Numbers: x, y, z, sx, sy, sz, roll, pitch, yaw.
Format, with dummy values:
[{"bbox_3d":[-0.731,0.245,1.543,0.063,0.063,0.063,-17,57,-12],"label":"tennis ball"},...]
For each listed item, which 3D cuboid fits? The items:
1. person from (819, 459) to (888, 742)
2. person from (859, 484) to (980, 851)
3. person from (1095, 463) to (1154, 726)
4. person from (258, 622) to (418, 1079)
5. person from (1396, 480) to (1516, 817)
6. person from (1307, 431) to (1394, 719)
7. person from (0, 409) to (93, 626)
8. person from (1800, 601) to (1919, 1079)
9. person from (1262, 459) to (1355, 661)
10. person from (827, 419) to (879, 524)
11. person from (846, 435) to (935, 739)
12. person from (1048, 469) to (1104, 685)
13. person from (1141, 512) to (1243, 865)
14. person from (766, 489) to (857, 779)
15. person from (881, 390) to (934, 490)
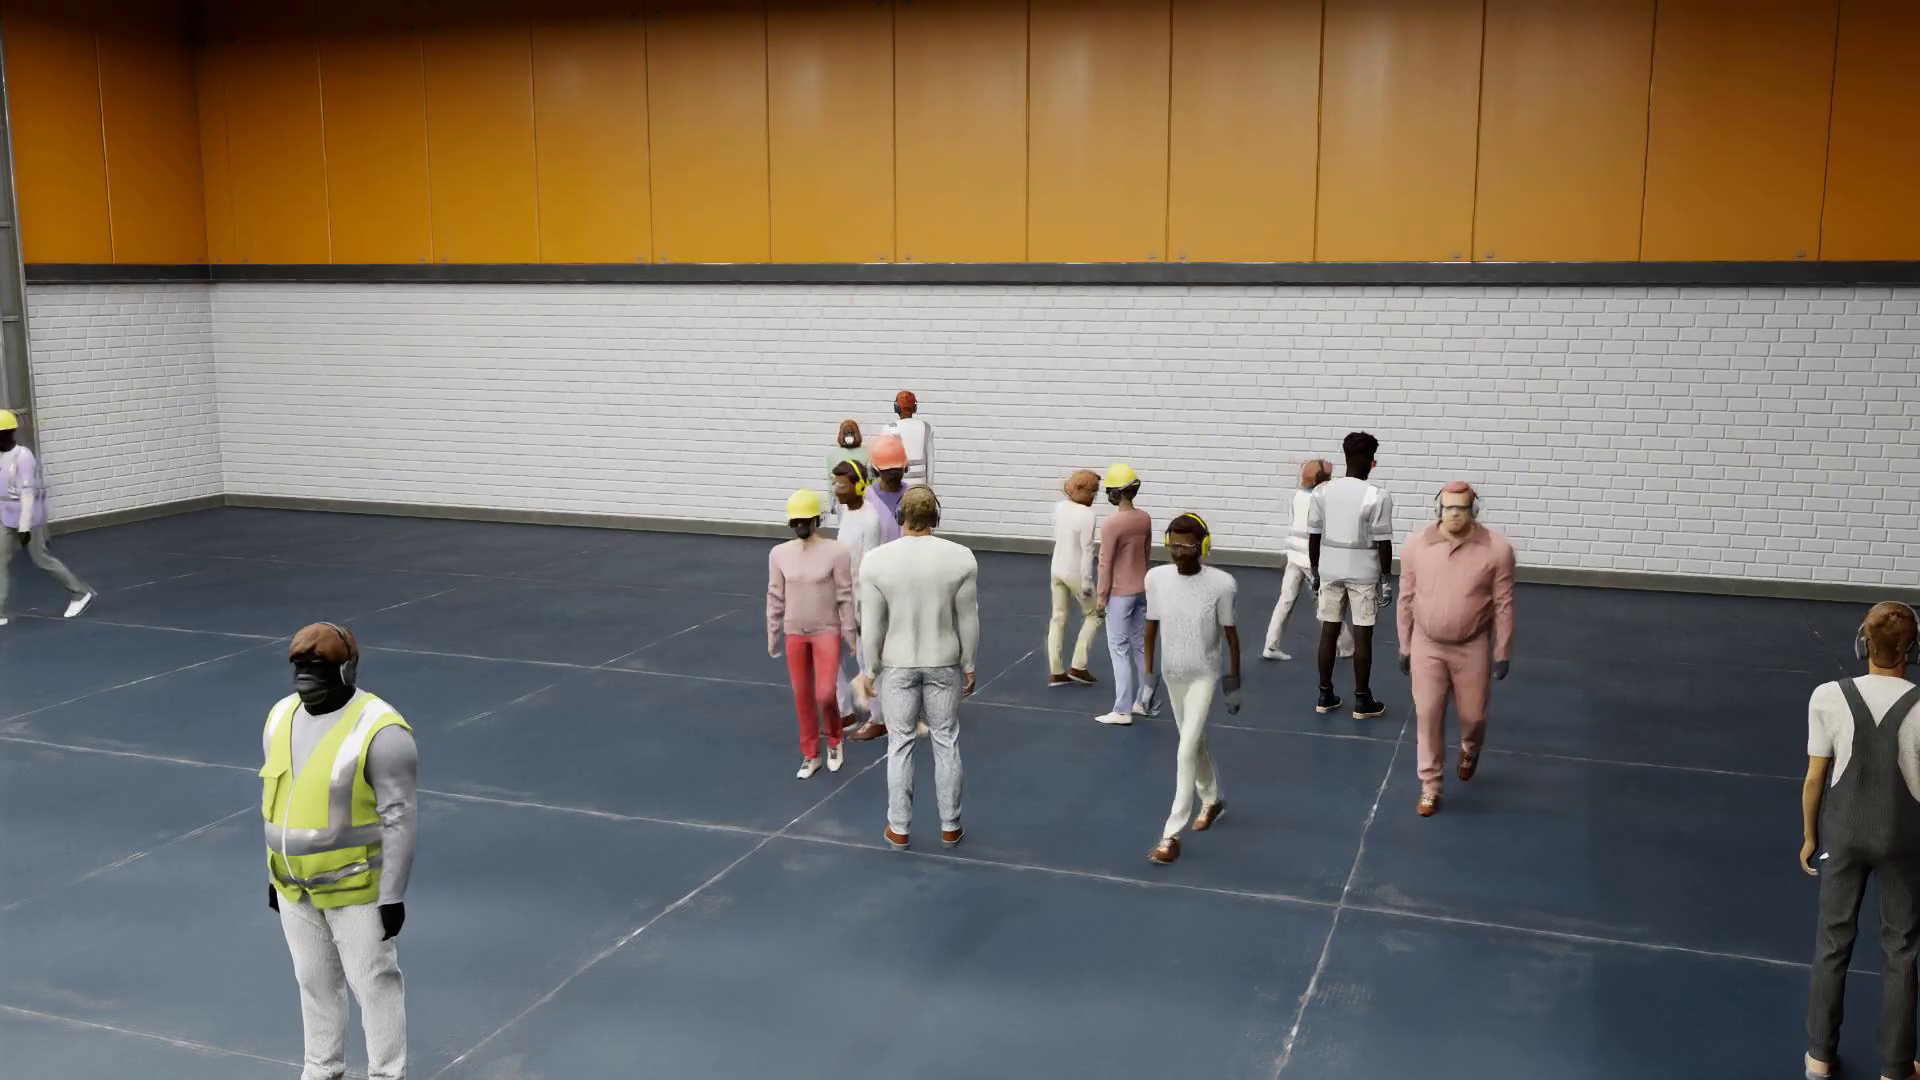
[{"bbox_3d":[-0.725,0.401,10.672,0.623,1.843,0.547,-5,10,-26],"label":"person"},{"bbox_3d":[-0.212,0.670,8.728,0.627,1.941,0.370,-1,9,-5],"label":"person"},{"bbox_3d":[1.098,0.361,11.220,0.360,1.757,0.522,8,12,40],"label":"person"},{"bbox_3d":[-2.179,1.192,5.783,0.631,1.846,0.429,4,10,24],"label":"person"},{"bbox_3d":[2.812,0.581,9.459,0.649,1.886,0.737,4,10,22],"label":"person"},{"bbox_3d":[2.678,0.234,11.373,0.613,1.956,0.381,7,12,38],"label":"person"},{"bbox_3d":[-8.053,-0.208,14.360,0.599,1.883,0.973,6,11,32],"label":"person"},{"bbox_3d":[3.377,1.136,6.138,0.504,1.842,0.345,7,12,38],"label":"person"},{"bbox_3d":[2.761,0.163,12.944,0.865,1.593,0.514,-3,10,-20],"label":"person"},{"bbox_3d":[-1.056,-0.407,16.456,0.514,1.600,0.802,-1,9,-6],"label":"person"},{"bbox_3d":[-0.496,0.268,11.125,0.627,1.986,1.002,-5,11,-30],"label":"person"},{"bbox_3d":[0.851,0.274,12.165,0.441,1.606,0.532,-7,11,-36],"label":"person"},{"bbox_3d":[1.234,0.737,8.761,0.485,1.821,0.963,6,11,33],"label":"person"},{"bbox_3d":[-0.898,0.566,9.925,0.558,1.751,0.360,3,10,16],"label":"person"},{"bbox_3d":[-0.515,-0.524,16.302,0.581,1.882,0.339,-5,10,-29],"label":"person"}]
